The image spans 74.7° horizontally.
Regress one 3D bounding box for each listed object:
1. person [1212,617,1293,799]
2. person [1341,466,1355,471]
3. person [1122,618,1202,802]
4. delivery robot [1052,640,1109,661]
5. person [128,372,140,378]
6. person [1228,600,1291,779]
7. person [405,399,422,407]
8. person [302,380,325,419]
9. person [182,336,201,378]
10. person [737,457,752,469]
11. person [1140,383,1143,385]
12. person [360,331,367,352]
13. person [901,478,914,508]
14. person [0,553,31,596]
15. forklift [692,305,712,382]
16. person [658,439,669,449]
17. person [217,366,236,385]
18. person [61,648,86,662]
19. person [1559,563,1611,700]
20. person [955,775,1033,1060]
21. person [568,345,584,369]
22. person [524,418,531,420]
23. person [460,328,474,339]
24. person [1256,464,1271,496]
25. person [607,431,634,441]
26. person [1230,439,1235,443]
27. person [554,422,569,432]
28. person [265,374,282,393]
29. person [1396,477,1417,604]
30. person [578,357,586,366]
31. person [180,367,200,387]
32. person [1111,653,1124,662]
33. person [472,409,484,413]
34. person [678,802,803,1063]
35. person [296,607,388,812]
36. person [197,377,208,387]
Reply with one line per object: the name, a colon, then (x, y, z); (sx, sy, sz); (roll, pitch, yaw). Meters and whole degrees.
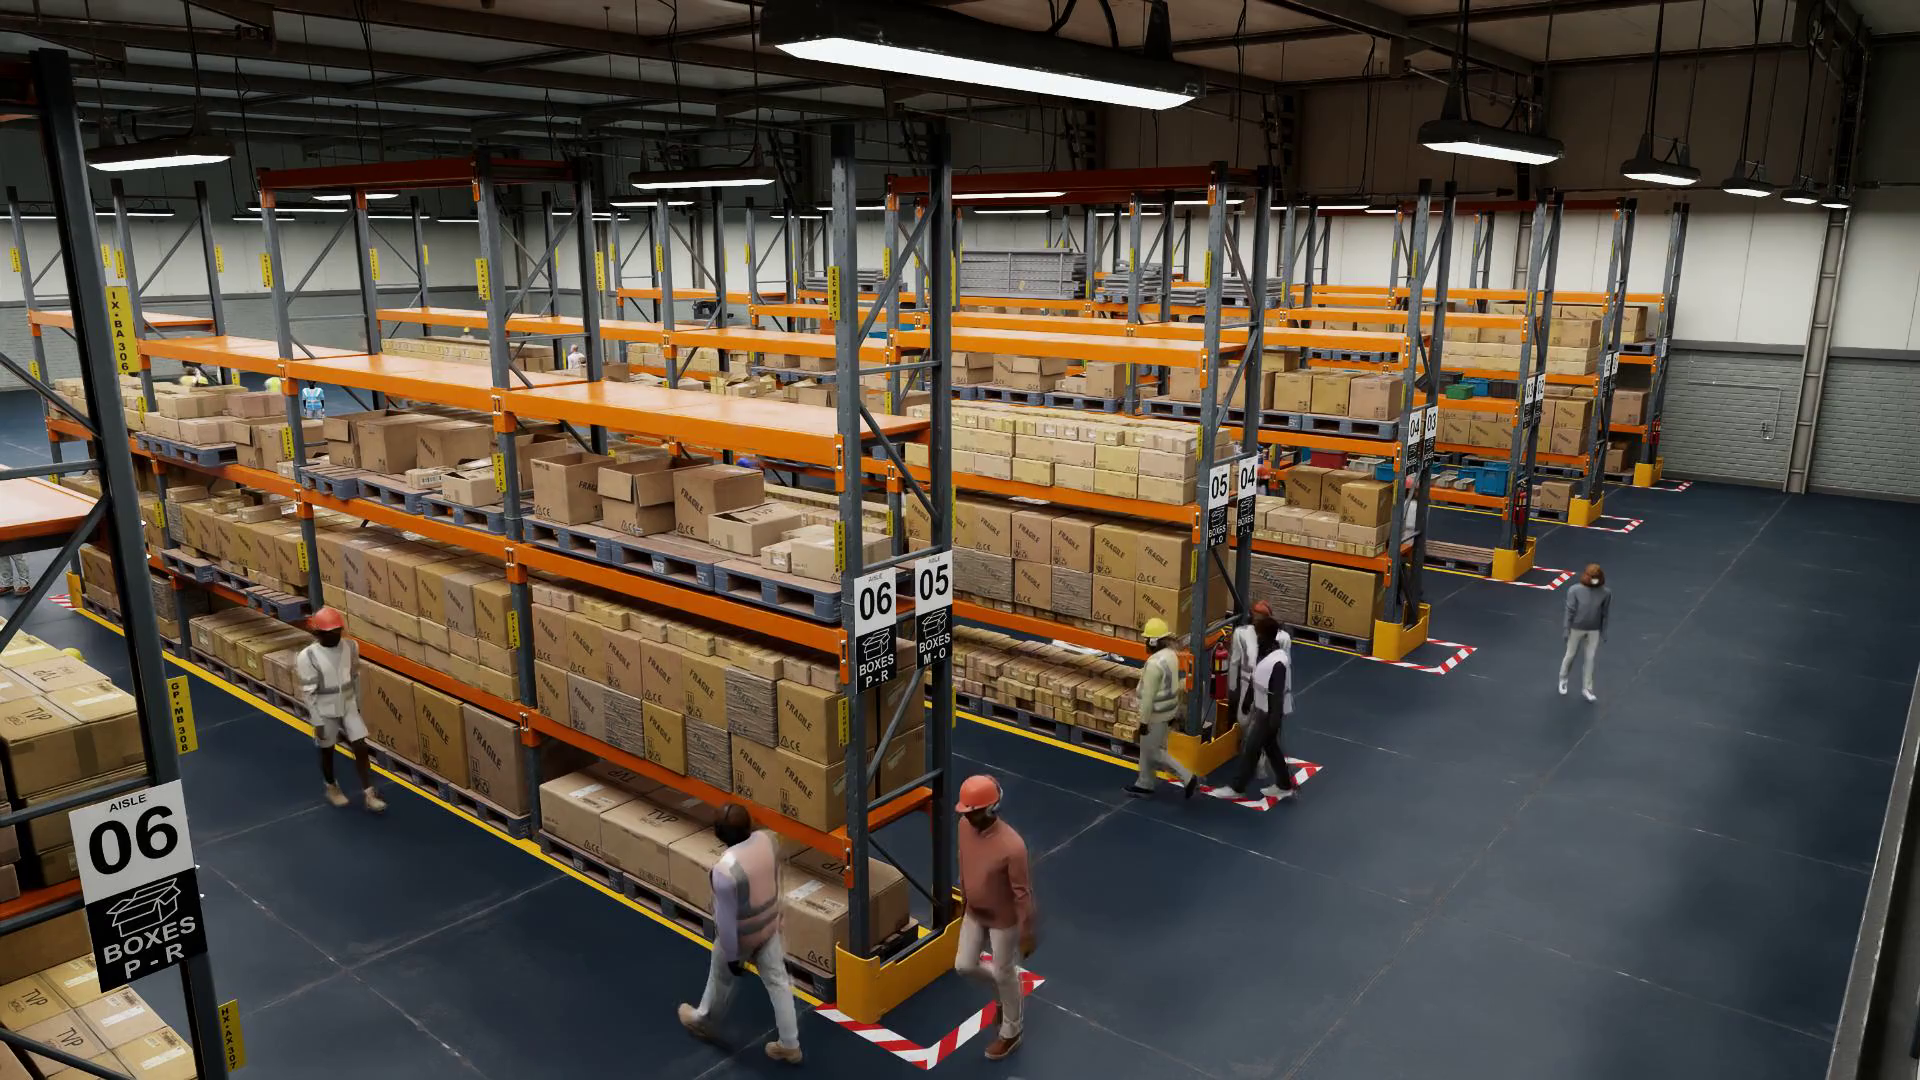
person: (2.852, 1.615, 12.050); (0.745, 1.870, 0.657); (0, 14, 0)
person: (5.964, -0.230, 19.659); (0.647, 1.885, 0.683); (-8, 16, -31)
person: (1.972, 1.653, 12.085); (0.713, 1.801, 0.606); (6, 15, 22)
delivery robot: (1.490, 1.392, 15.641); (0.707, 0.478, 0.477); (13, 19, 43)
person: (-27.064, -5.461, 40.928); (0.936, 2.000, 0.676); (4, 14, 15)
person: (3.044, 1.457, 12.770); (0.617, 1.863, 0.628); (3, 14, 13)
person: (-15.799, -4.370, 36.394); (0.619, 2.021, 0.689); (6, 15, 23)
person: (-17.130, -3.479, 33.399); (0.536, 1.700, 0.318); (-4, 14, -16)
person: (-26.156, -5.934, 42.880); (0.386, 1.996, 0.610); (10, 17, 35)
person: (-3.317, -0.391, 20.261); (0.890, 1.917, 0.606); (8, 16, 29)
person: (4.804, -3.603, 33.687); (0.737, 1.809, 0.598); (3, 14, 14)
person: (-23.572, -7.454, 49.904); (0.497, 1.613, 0.528); (-10, 17, -36)
person: (-0.814, -0.262, 20.214); (0.794, 1.660, 0.557); (11, 17, 38)
person: (-14.460, -0.109, 19.052); (0.633, 1.930, 0.358); (1, 14, 6)
forklift: (-9.511, -7.392, 47.124); (1.873, 2.768, 1.129); (11, 17, 38)
person: (-5.466, -1.169, 23.462); (0.574, 1.899, 0.893); (-10, 17, -35)
person: (-23.064, -5.059, 39.678); (0.772, 1.806, 0.600); (6, 15, 23)
person: (-8.024, 1.827, 11.504); (0.483, 1.737, 0.320); (3, 14, 13)
person: (7.389, 1.062, 14.885); (0.511, 1.642, 0.320); (2, 14, 7)
person: (0.219, 2.477, 8.325); (0.488, 1.968, 0.715); (-13, 19, -43)
person: (-12.386, -5.342, 40.622); (0.408, 1.913, 0.644); (8, 16, 31)
person: (-10.686, -2.998, 30.903); (0.384, 1.949, 0.604); (-6, 15, -24)
person: (-19.609, -7.576, 50.183); (0.548, 1.716, 0.910); (-4, 14, -16)
person: (4.660, -0.250, 19.666); (0.431, 1.913, 0.565); (10, 17, 36)
person: (-7.876, -2.504, 28.989); (0.619, 1.877, 0.845); (-12, 18, -40)
person: (6.462, -2.813, 30.210); (0.528, 1.913, 0.614); (12, 18, 41)
person: (-10.558, -3.519, 33.122); (0.409, 1.913, 0.647); (13, 19, 43)
person: (-18.659, -3.789, 34.519); (0.622, 1.796, 0.942); (-2, 14, -7)
person: (6.576, 0.054, 18.448); (0.602, 1.903, 0.726); (-5, 14, -19)
person: (-11.134, -4.509, 37.334); (0.343, 1.846, 0.507); (-3, 14, -10)
person: (-21.293, -3.897, 34.938); (0.615, 1.796, 0.908); (1, 14, 5)
person: (2.128, 0.738, 16.189); (0.499, 1.633, 0.286); (-13, 19, -43)
person: (-11.419, -2.617, 29.472); (0.563, 1.873, 0.902); (2, 14, 8)
person: (-1.457, 2.568, 8.352); (1.003, 1.785, 0.614); (9, 16, 32)
person: (-5.784, 1.615, 11.798); (0.939, 2.002, 0.614); (10, 17, 37)
person: (-19.784, -3.392, 32.956); (0.579, 1.736, 0.493); (-12, 18, -40)
